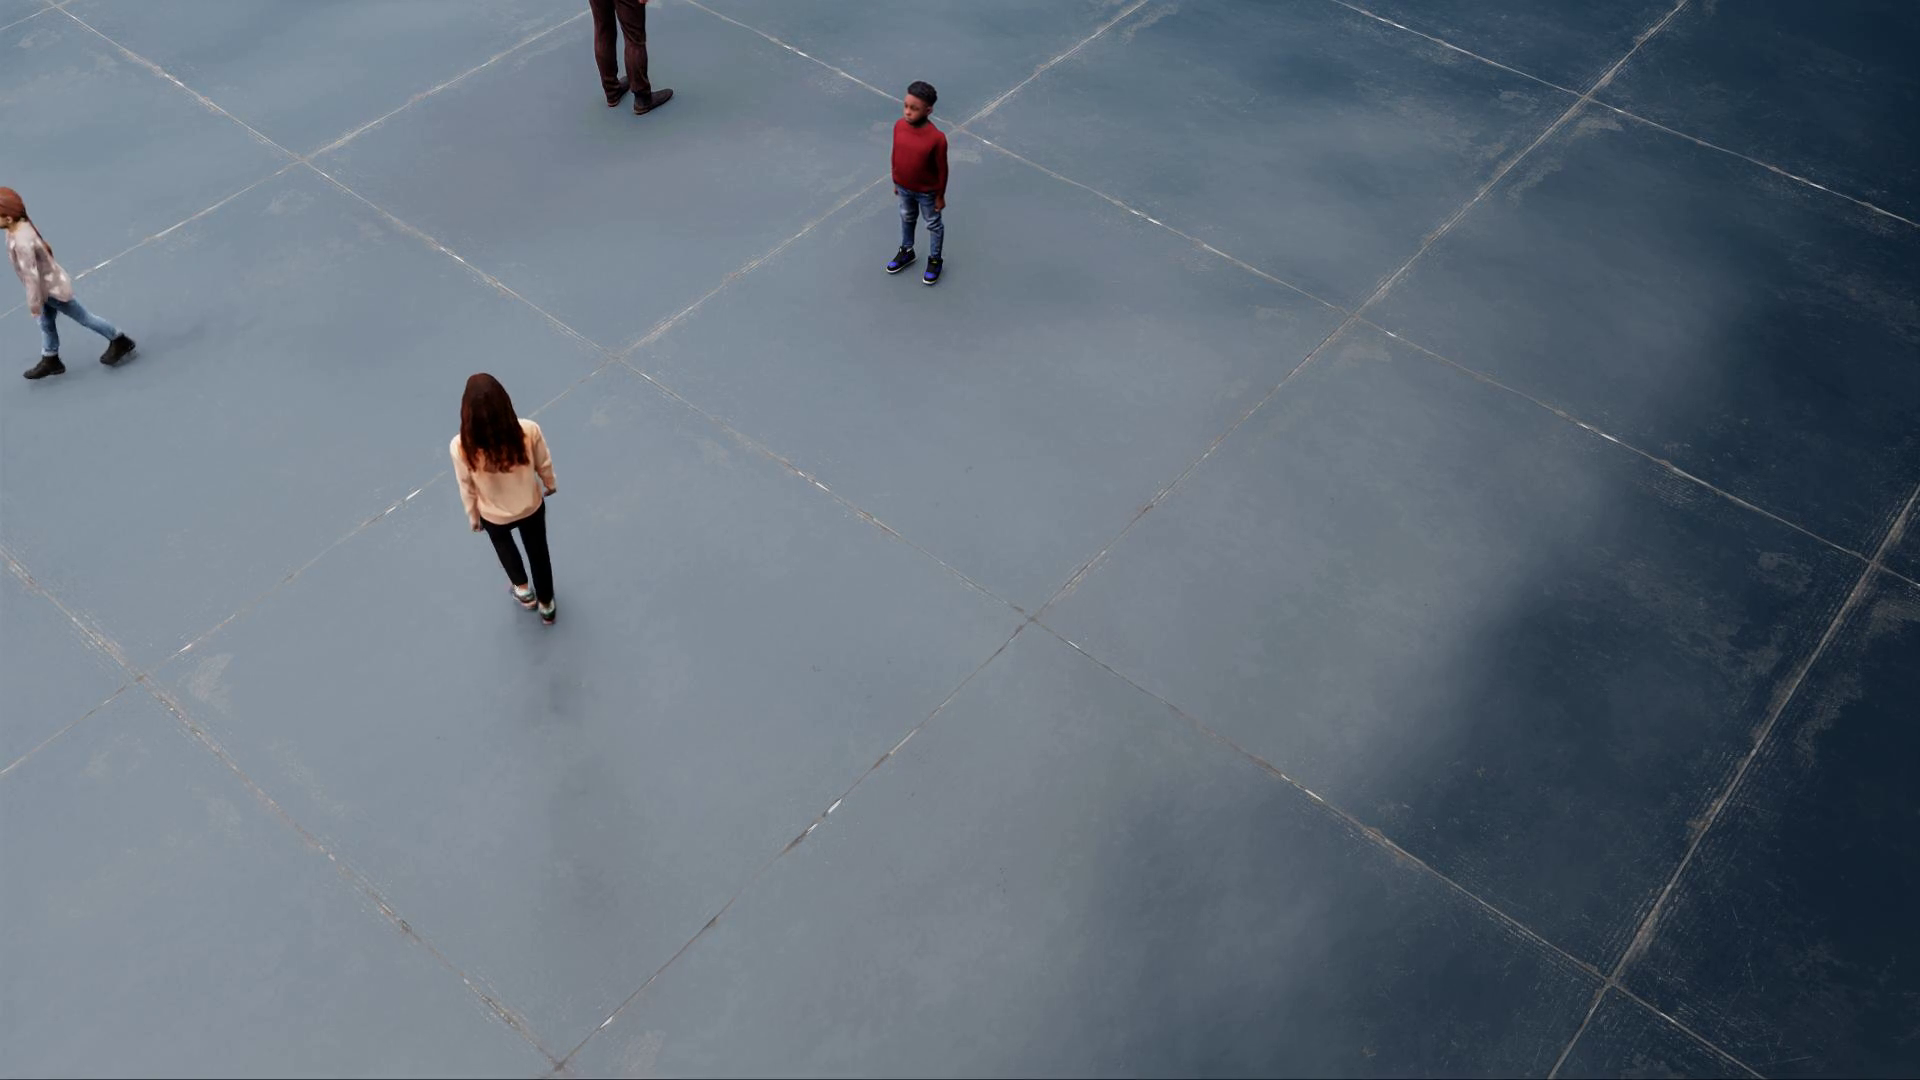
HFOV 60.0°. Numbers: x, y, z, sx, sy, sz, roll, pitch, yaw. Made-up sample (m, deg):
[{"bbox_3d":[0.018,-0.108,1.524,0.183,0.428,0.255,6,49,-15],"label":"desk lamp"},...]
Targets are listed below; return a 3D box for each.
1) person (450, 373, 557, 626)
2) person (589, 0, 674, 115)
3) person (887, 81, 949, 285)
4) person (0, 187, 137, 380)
[{"bbox_3d":[-2.031,-0.125,7.558,0.649,1.475,0.742,-16,49,-15],"label":"person"},{"bbox_3d":[-2.201,-3.570,10.477,0.747,1.865,0.684,19,50,17],"label":"person"},{"bbox_3d":[-0.227,-2.054,9.490,0.536,1.256,0.524,24,52,20],"label":"person"},{"bbox_3d":[-4.832,-1.380,8.925,0.869,1.171,0.639,-25,52,-21],"label":"person"}]
